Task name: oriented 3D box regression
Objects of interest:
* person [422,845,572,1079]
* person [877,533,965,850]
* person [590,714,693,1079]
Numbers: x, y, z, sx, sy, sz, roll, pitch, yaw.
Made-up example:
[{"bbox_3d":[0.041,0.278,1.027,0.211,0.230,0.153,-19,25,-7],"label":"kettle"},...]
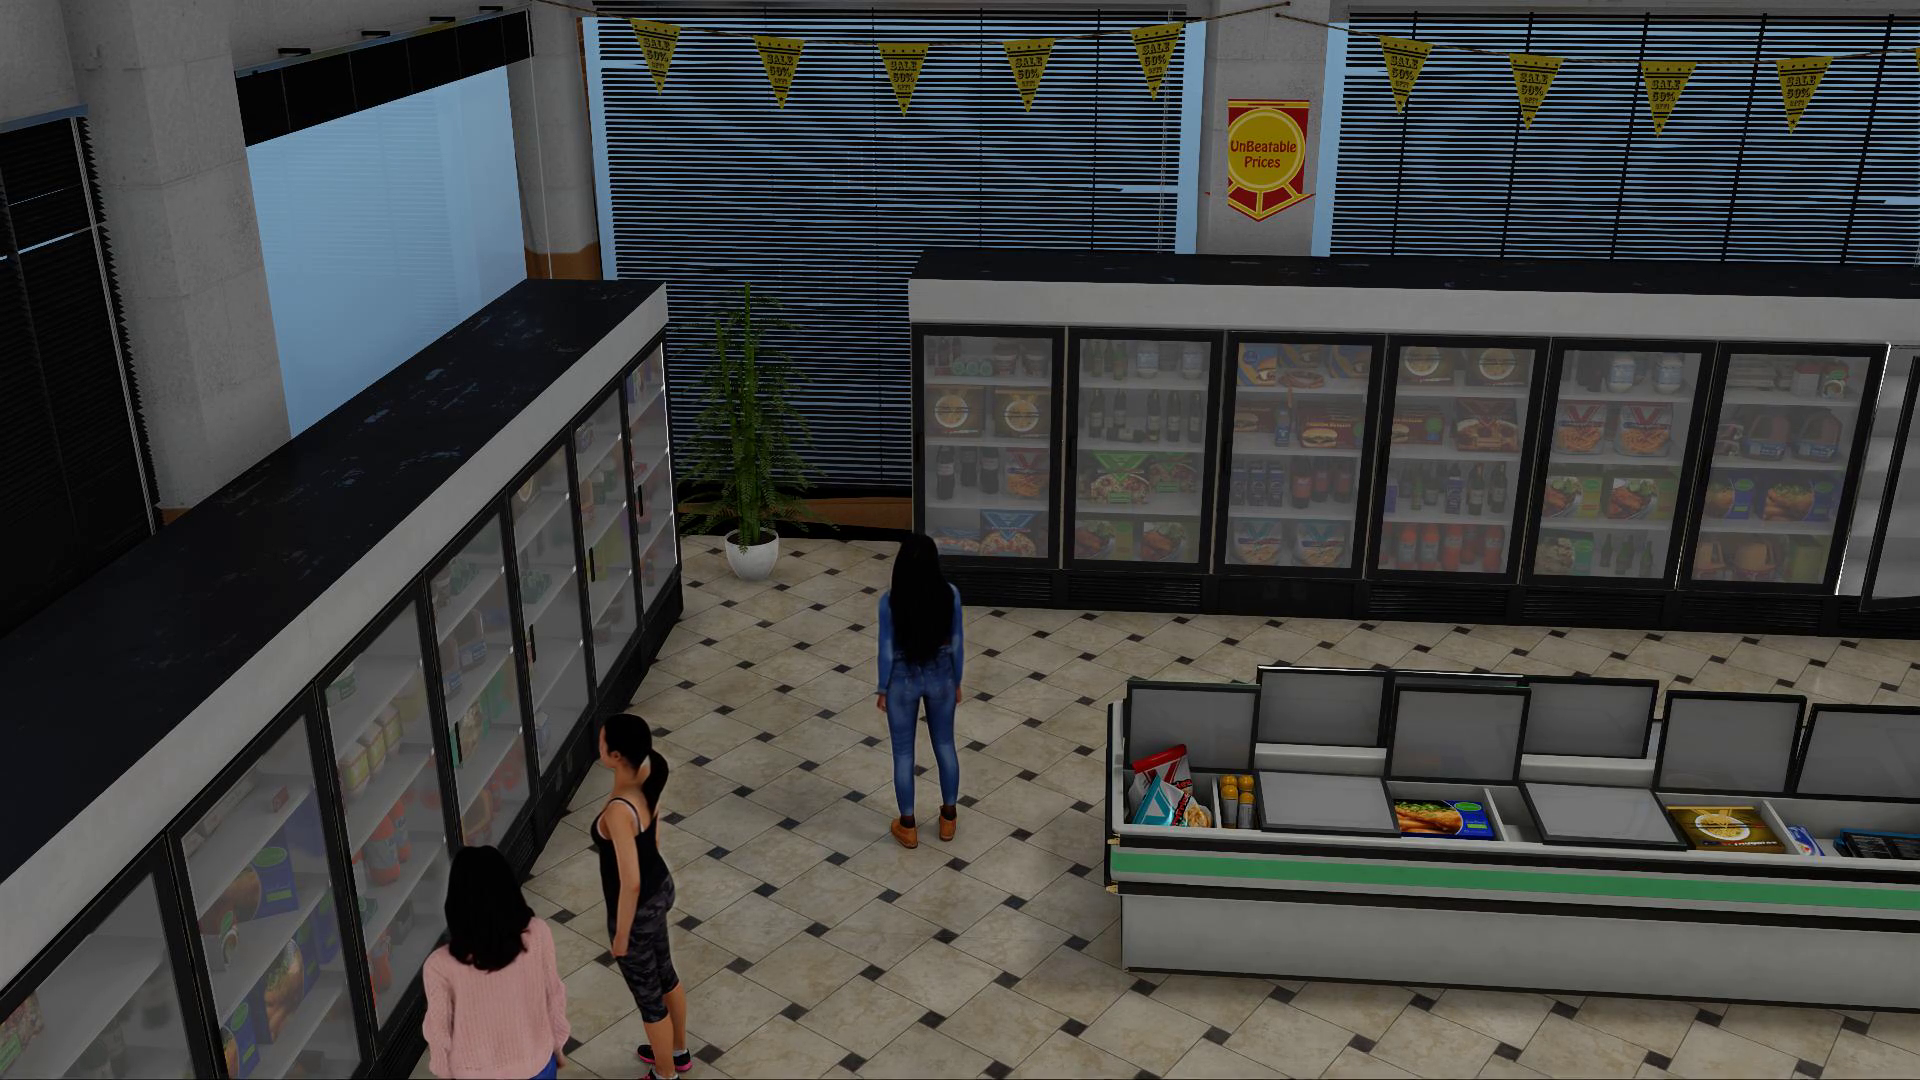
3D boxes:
[{"bbox_3d":[-1.572,1.838,5.736,0.675,1.770,0.784,-11,25,-26],"label":"person"},{"bbox_3d":[-0.196,0.766,8.480,0.569,1.712,0.725,-5,22,-13],"label":"person"},{"bbox_3d":[-1.274,1.478,6.687,0.542,1.728,0.583,3,22,9],"label":"person"}]
